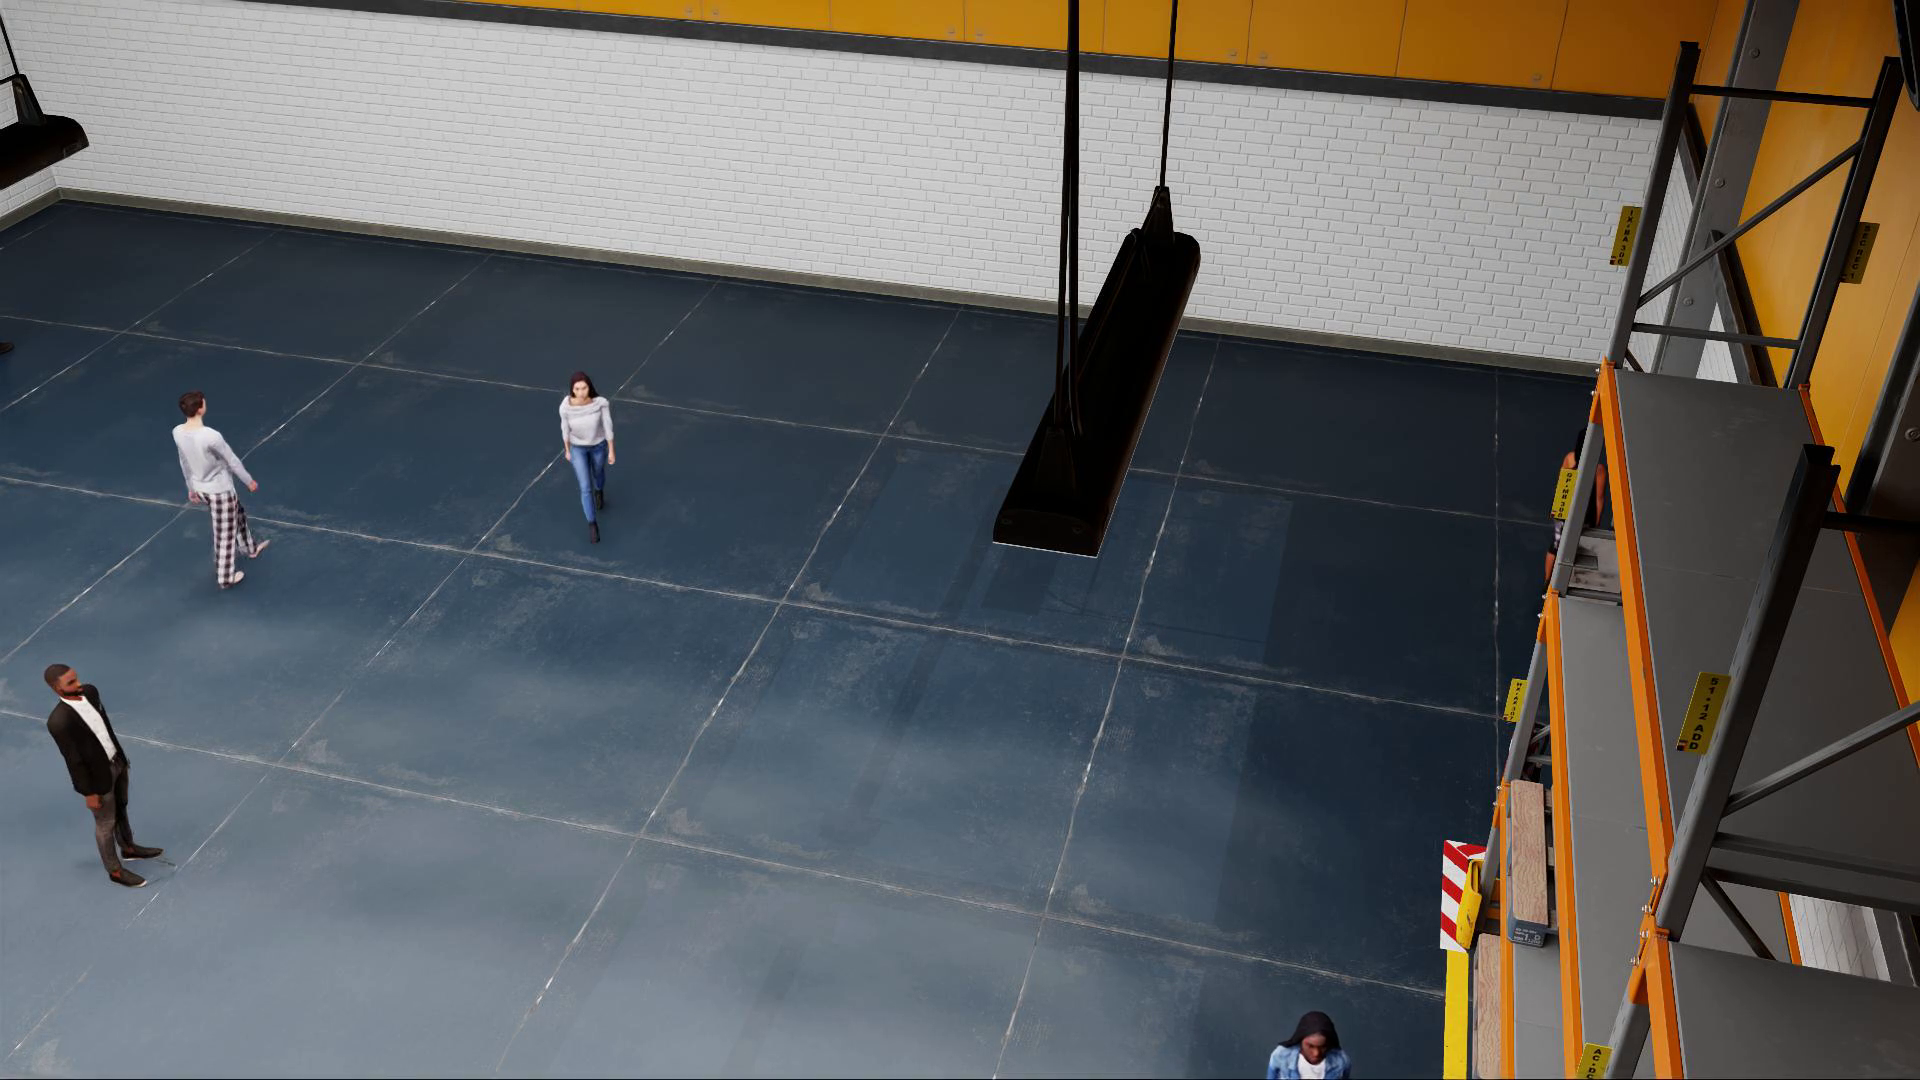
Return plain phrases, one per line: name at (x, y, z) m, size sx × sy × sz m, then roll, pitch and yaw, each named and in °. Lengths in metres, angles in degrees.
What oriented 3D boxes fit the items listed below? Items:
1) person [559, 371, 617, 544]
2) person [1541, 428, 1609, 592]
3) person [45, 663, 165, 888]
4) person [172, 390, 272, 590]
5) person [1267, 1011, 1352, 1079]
person at (-3.359, -0.847, 15.099) m, size 0.947 × 1.581 × 1.154 m, roll -7°, pitch 34°, yaw -11°
person at (5.230, -0.249, 14.126) m, size 0.683 × 1.661 × 0.652 m, roll -24°, pitch 40°, yaw -31°
person at (-5.839, 1.568, 11.269) m, size 0.769 × 1.799 × 0.577 m, roll 0°, pitch 34°, yaw 0°
person at (-6.403, -0.381, 14.179) m, size 0.717 × 1.823 × 0.997 m, roll 14°, pitch 36°, yaw 20°
person at (1.839, 3.145, 8.976) m, size 0.624 × 1.711 × 0.571 m, roll 2°, pitch 34°, yaw 4°
